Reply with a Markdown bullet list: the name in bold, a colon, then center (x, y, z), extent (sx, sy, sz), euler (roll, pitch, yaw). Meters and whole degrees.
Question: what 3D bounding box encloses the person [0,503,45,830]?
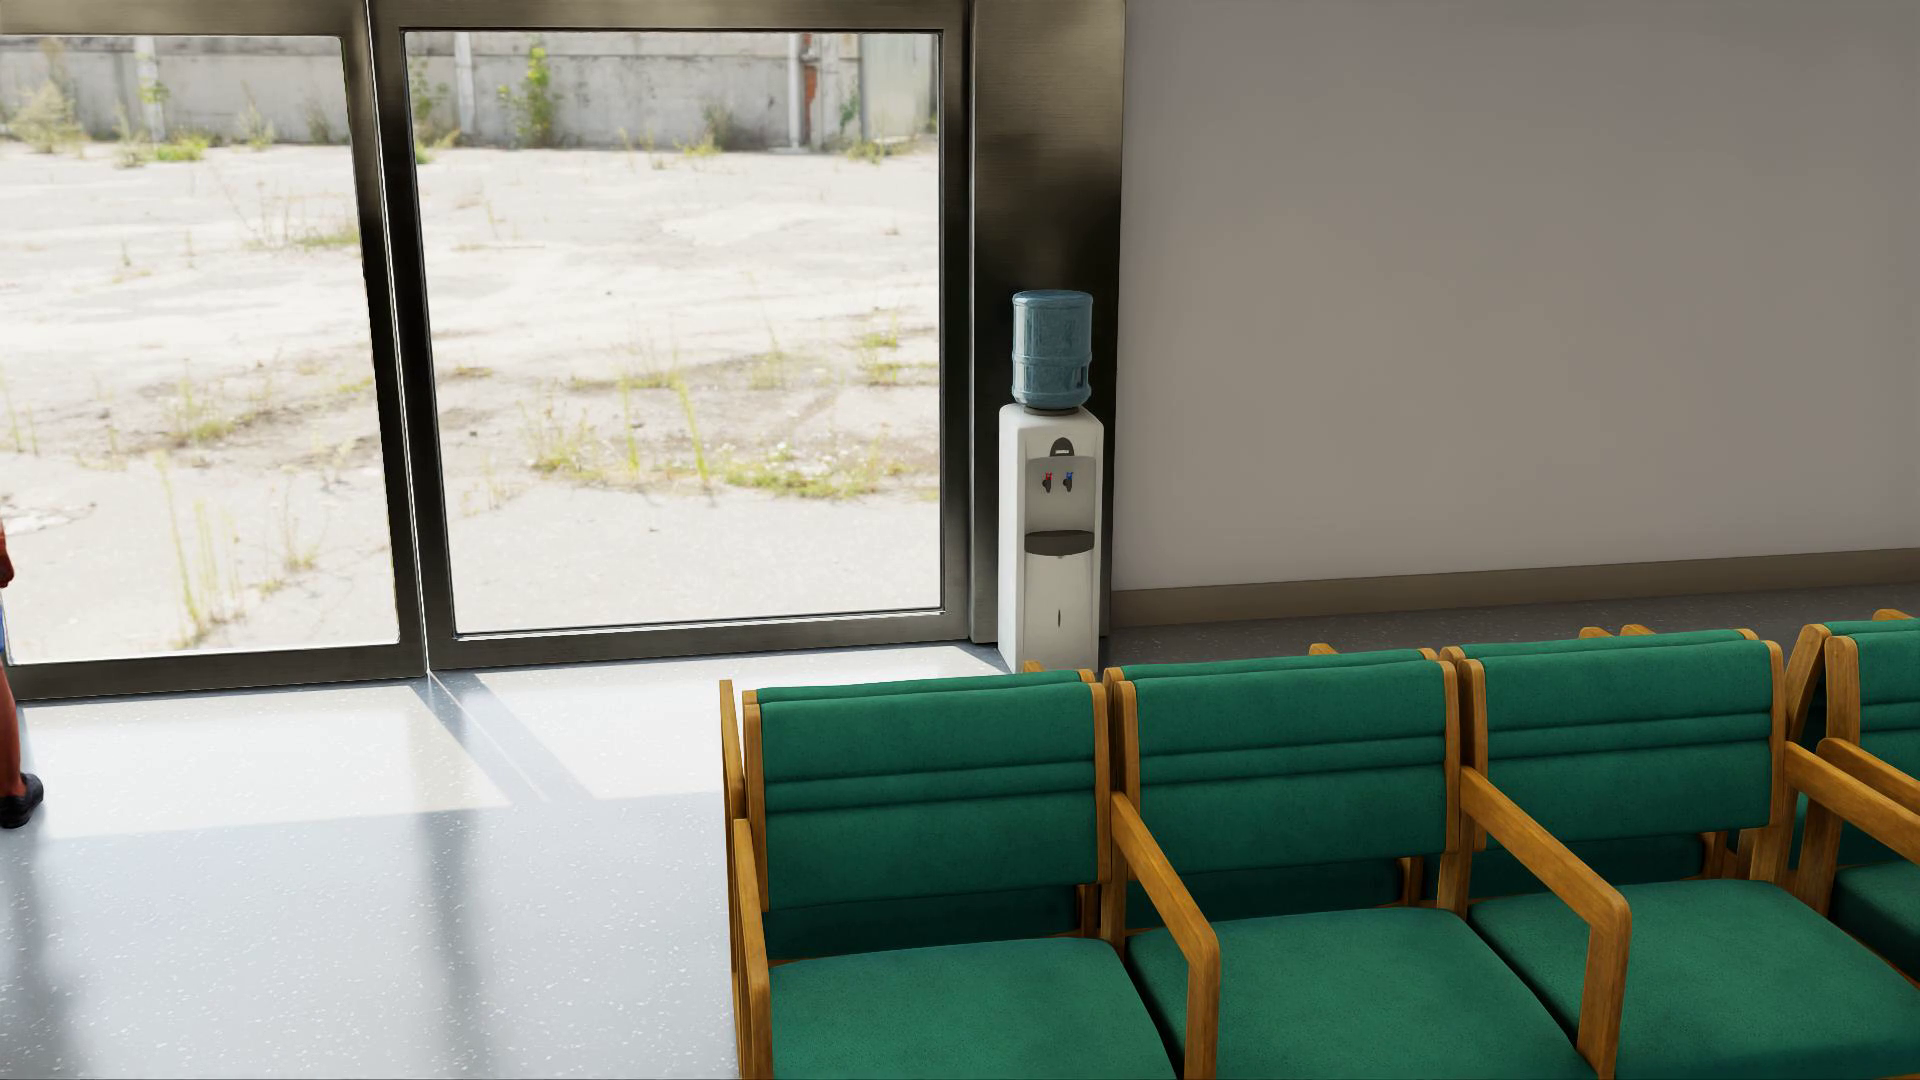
- **person**: center (-3.138, 0.041, 5.044), extent (0.675, 1.799, 0.688), euler (-9, 18, -28)
